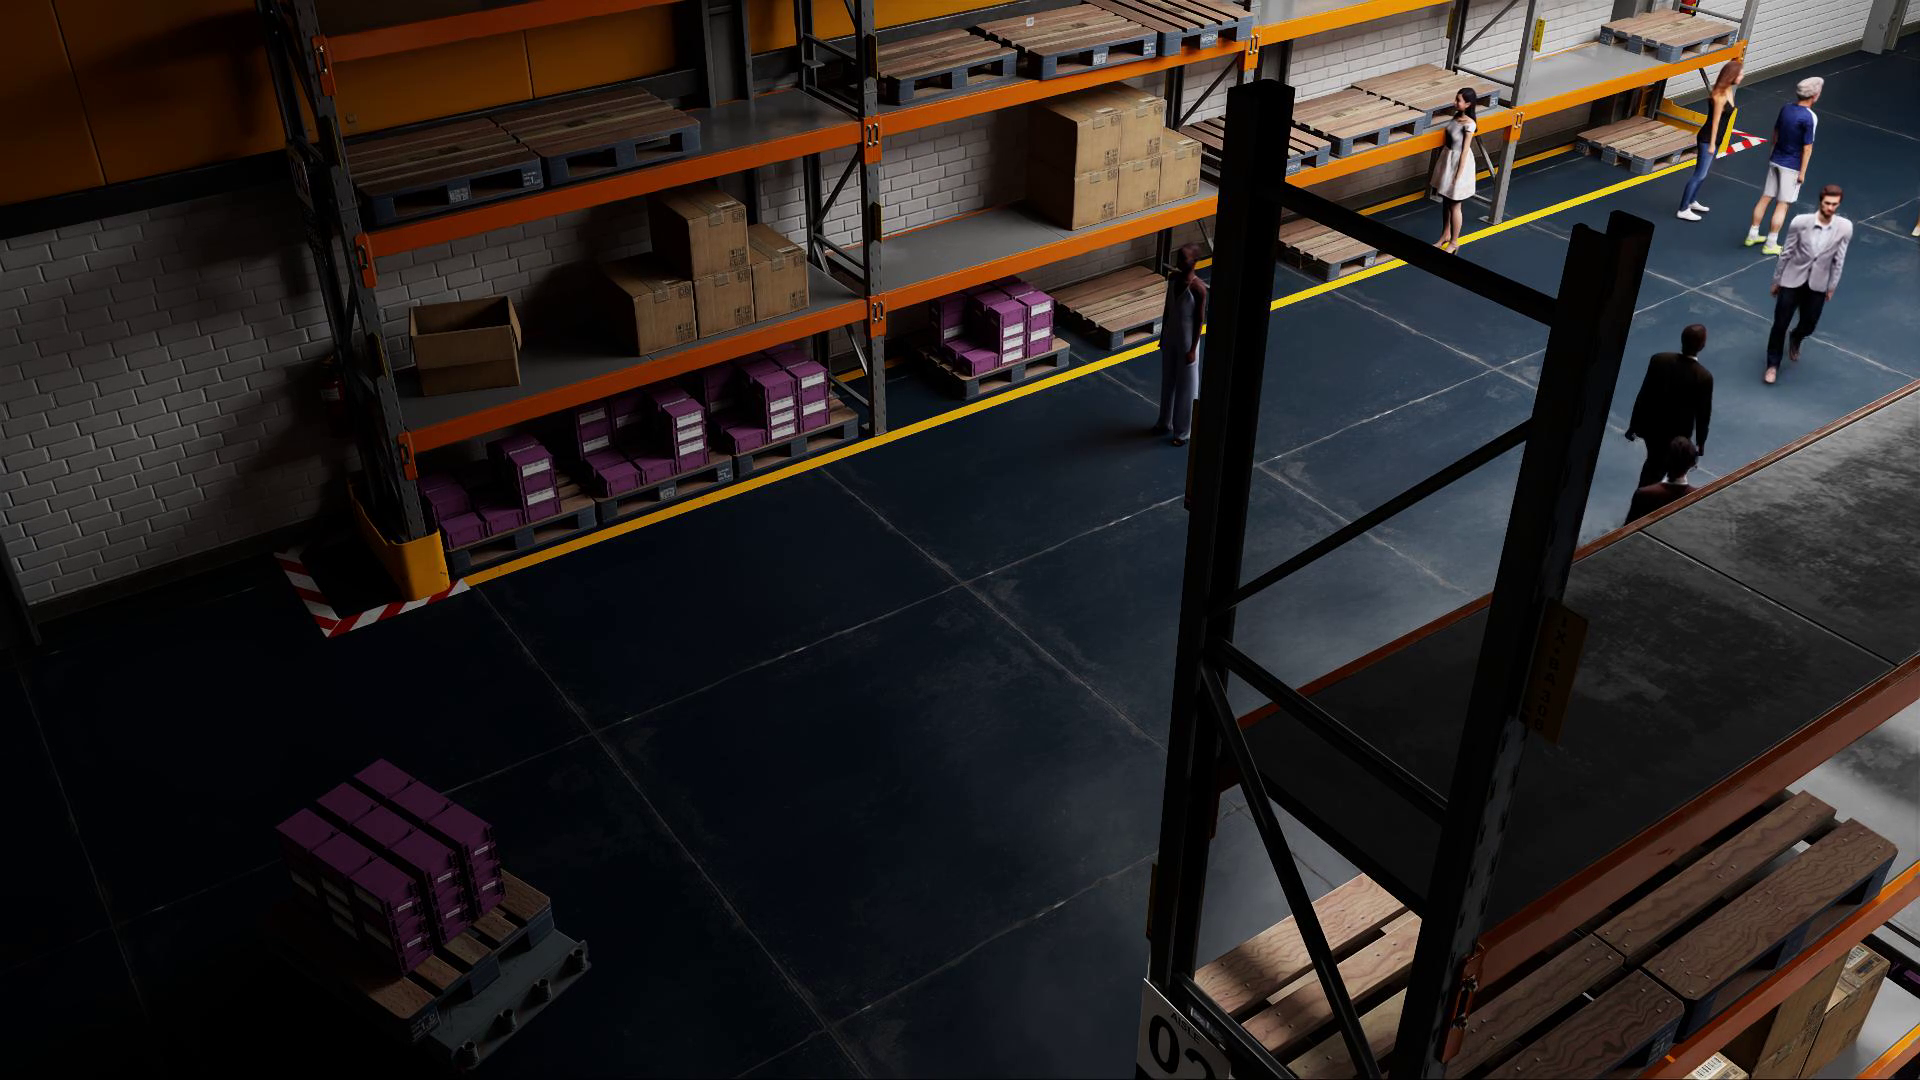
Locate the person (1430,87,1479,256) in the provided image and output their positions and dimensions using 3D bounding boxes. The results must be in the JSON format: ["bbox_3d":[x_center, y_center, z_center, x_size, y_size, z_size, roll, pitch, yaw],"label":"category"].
[{"bbox_3d":[5.068,-3.765,17.030,0.797,1.769,0.774,-3,34,-5],"label":"person"}]

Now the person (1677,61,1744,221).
[{"bbox_3d":[8.075,-4.309,17.894,0.695,1.718,0.564,21,39,28],"label":"person"}]

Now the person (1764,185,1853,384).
[{"bbox_3d":[7.506,-2.316,14.793,0.934,1.832,1.036,13,36,19],"label":"person"}]

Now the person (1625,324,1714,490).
[{"bbox_3d":[5.252,-0.774,12.515,0.797,1.785,0.725,-24,41,-32],"label":"person"}]

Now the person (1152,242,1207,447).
[{"bbox_3d":[1.843,-1.638,13.816,0.483,1.784,0.576,-24,40,-31],"label":"person"}]

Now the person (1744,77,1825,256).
[{"bbox_3d":[8.504,-3.863,17.117,0.631,1.835,0.689,-11,35,-16],"label":"person"}]

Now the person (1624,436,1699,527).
[{"bbox_3d":[4.609,0.164,11.032,0.774,1.865,0.830,6,34,9],"label":"person"}]
